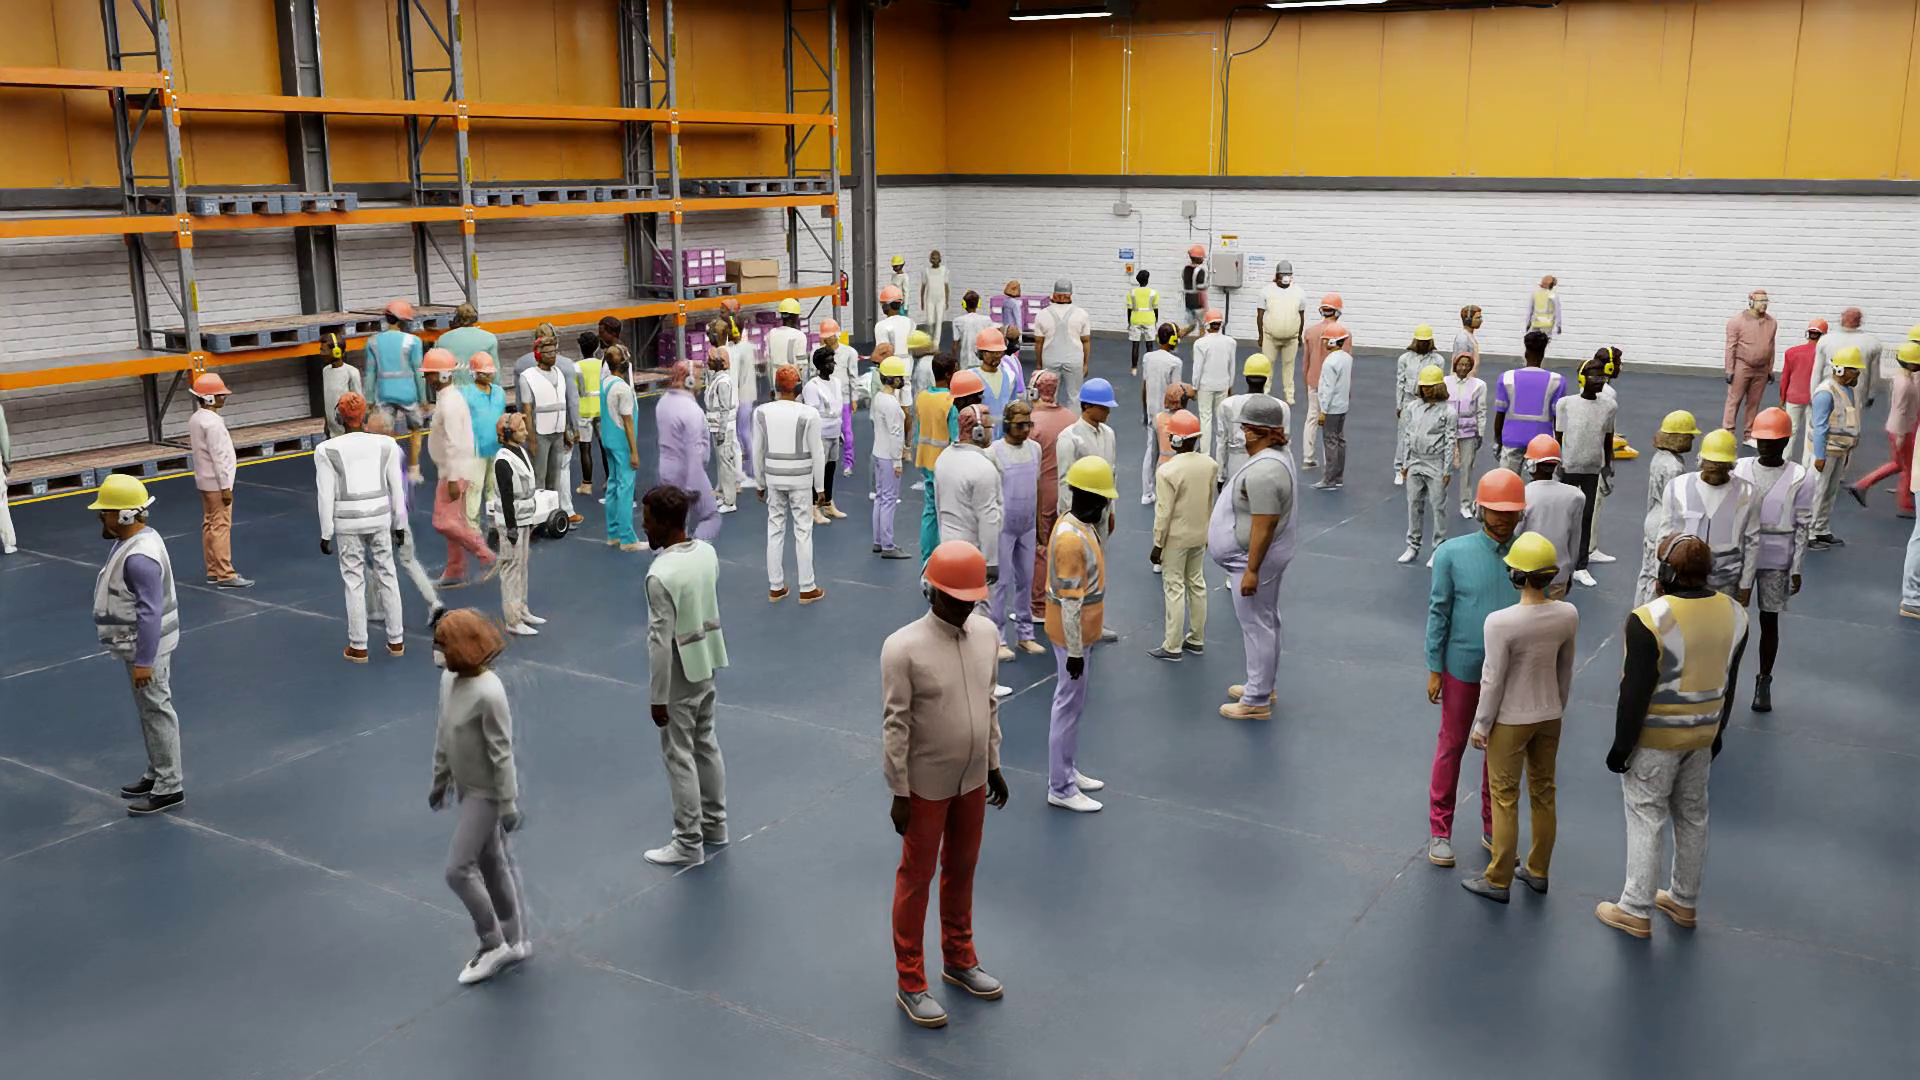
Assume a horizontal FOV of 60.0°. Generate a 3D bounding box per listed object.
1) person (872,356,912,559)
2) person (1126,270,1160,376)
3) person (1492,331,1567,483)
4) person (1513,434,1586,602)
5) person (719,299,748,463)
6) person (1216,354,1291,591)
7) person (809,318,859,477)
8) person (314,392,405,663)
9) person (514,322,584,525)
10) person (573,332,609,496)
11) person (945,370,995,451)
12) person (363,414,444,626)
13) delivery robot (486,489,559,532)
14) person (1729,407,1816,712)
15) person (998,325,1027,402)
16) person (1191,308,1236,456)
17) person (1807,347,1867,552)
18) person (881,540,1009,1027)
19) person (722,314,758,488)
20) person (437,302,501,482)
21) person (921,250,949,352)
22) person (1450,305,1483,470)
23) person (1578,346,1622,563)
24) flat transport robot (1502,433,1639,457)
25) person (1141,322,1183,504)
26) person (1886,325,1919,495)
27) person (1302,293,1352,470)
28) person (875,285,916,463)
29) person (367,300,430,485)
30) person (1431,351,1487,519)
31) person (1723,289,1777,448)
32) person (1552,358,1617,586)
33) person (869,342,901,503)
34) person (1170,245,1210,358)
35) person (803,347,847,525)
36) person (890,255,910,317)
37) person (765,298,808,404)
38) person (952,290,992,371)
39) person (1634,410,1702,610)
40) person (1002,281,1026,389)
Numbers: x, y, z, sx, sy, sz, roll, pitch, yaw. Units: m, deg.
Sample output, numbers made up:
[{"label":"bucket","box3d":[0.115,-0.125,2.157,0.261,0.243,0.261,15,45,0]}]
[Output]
[{"label":"person","box3d":[-0.596,-0.722,14.538,0.320,1.767,0.534,-4,14,-17]},{"label":"person","box3d":[2.917,-3.455,26.551,0.529,1.694,0.321,2,13,9]},{"label":"person","box3d":[5.050,-0.880,14.802,0.604,1.959,0.376,5,14,22]},{"label":"person","box3d":[3.662,0.196,10.581,0.561,1.753,0.330,-3,13,-12]},{"label":"person","box3d":[-2.585,-1.813,19.014,0.341,1.882,0.587,-7,15,-26]},{"label":"person","box3d":[2.356,-0.534,13.372,0.595,1.923,0.377,5,14,21]},{"label":"person","box3d":[-1.392,-1.563,18.257,0.576,1.736,0.355,3,13,14]},{"label":"person","box3d":[-4.139,-0.087,11.528,0.583,1.882,0.337,-9,16,-34]},{"label":"person","box3d":[-3.881,-1.085,15.735,0.635,1.937,0.354,4,13,15]},{"label":"person","box3d":[-3.816,-1.306,17.223,0.542,1.695,0.316,-9,16,-35]},{"label":"person","box3d":[0.074,-0.301,12.359,0.364,1.928,0.544,-1,13,-5]},{"label":"person","box3d":[-4.225,-0.134,12.350,0.794,1.603,0.529,9,16,35]},{"label":"delivery robot","box3d":[-3.981,-0.295,15.134,0.477,0.478,0.707,6,14,24]},{"label":"person","box3d":[5.040,0.122,10.500,0.542,1.939,0.366,9,16,34]},{"label":"person","box3d":[0.450,-1.224,16.573,0.430,1.836,0.626,5,14,19]},{"label":"person","box3d":[2.907,-1.797,19.229,0.573,1.748,0.342,-6,14,-23]},{"label":"person","box3d":[7.777,-0.812,14.816,0.591,1.824,0.405,-11,17,-39]},{"label":"person","box3d":[-0.044,0.965,6.745,0.611,1.985,0.394,-12,17,-41]},{"label":"person","box3d":[-2.377,-1.453,17.548,0.626,1.842,0.512,1,13,3]},{"label":"person","box3d":[-5.266,-1.587,17.915,0.633,1.939,0.368,-4,14,-17]},{"label":"person","box3d":[-0.442,-4.293,29.916,0.503,1.826,0.425,-1,13,-4]},{"label":"person","box3d":[5.671,-1.715,18.672,0.345,1.847,0.504,4,14,18]},{"label":"person","box3d":[5.512,-0.743,14.404,0.317,1.870,0.523,-2,13,-9]},{"label":"flat transport robot","box3d":[7.156,-1.129,19.581,1.431,0.197,0.652,0,13,2]},{"label":"person","box3d":[2.031,-1.247,16.628,0.347,1.855,0.531,-11,17,-41]},{"label":"person","box3d":[9.927,-1.357,17.310,0.340,1.760,0.525,11,17,39]},{"label":"person","box3d":[4.095,-1.748,18.516,0.615,1.987,0.407,13,18,43]},{"label":"person","box3d":[-0.761,-1.852,18.834,0.392,2.045,0.608,11,17,39]},{"label":"person","box3d":[-5.882,-1.505,17.437,0.659,1.997,0.746,2,13,10]},{"label":"person","box3d":[4.819,-1.017,16.123,0.516,1.633,0.317,4,14,16]},{"label":"person","box3d":[9.489,-2.043,19.954,0.638,1.913,0.408,-2,13,-9]},{"label":"person","box3d":[5.072,-0.547,13.550,0.521,1.874,0.334,0,13,1]},{"label":"person","box3d":[-0.777,-1.190,16.860,0.271,1.632,0.503,-4,13,-15]},{"label":"person","box3d":[3.971,-4.011,28.294,0.770,2.004,0.629,-6,14,-24]},{"label":"person","box3d":[-1.288,-1.002,15.905,0.318,1.697,0.536,7,15,27]},{"label":"person","box3d":[-1.082,-4.163,29.487,0.339,1.761,0.525,-8,15,-32]},{"label":"person","box3d":[-1.910,-1.739,18.626,0.585,1.918,0.393,10,16,37]},{"label":"person","box3d":[0.151,-2.141,20.498,0.517,1.860,0.322,-1,13,-5]},{"label":"person","box3d":[4.956,-0.045,11.654,0.308,1.743,0.494,2,13,8]},{"label":"person","box3d":[0.799,-3.100,25.146,0.285,1.633,0.497,-6,14,-26]}]
